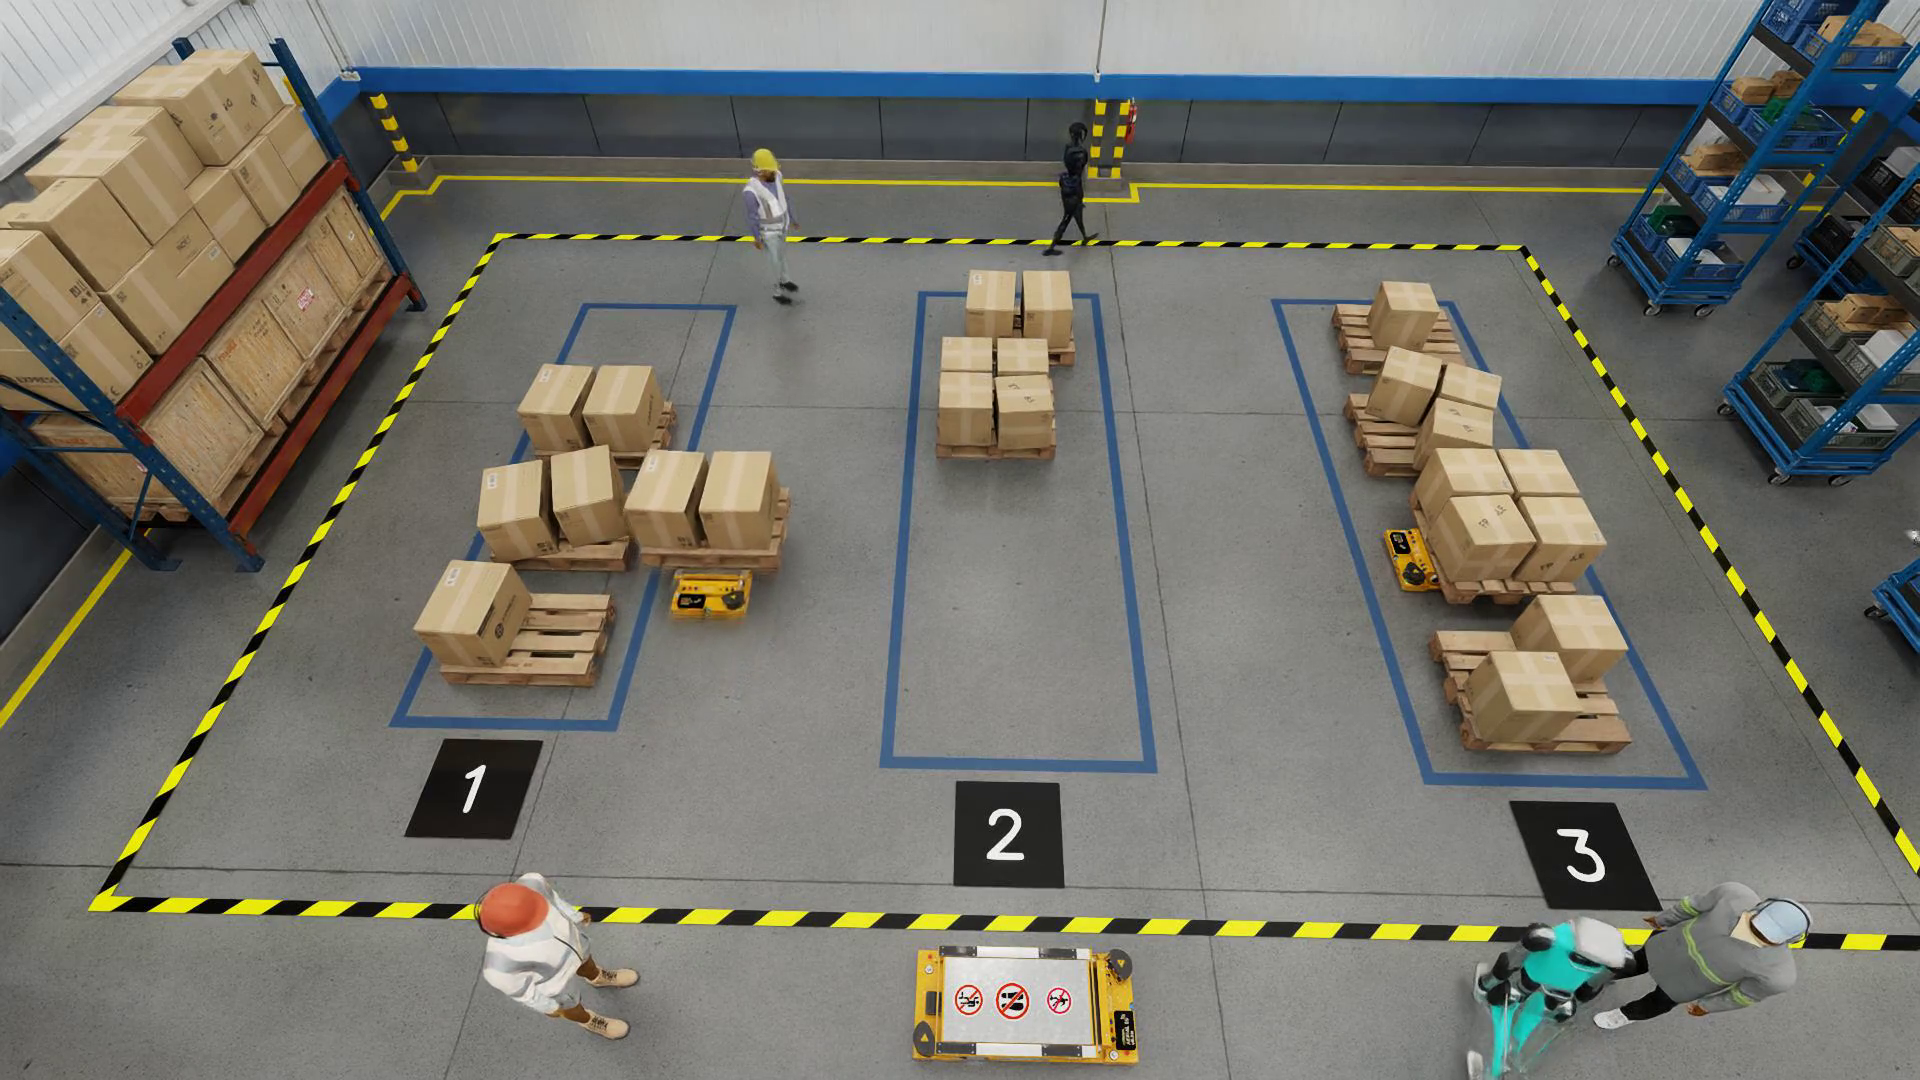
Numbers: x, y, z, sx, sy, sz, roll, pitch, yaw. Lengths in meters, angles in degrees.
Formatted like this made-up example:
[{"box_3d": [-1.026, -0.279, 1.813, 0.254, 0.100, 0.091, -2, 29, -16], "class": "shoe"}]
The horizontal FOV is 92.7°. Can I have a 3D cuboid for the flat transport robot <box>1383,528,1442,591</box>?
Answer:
[{"box_3d": [4.689, 0.155, 8.342, 1.431, 0.197, 0.652, 1, 51, 1], "class": "flat transport robot"}]

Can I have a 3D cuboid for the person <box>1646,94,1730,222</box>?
[{"box_3d": [8.839, -4.506, 11.130, 0.329, 1.865, 0.506, 0, 51, 0], "class": "person"}]

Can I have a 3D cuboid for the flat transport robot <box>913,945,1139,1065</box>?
[{"box_3d": [0.422, 3.041, 6.007, 1.431, 0.231, 0.659, 1, 51, 1], "class": "flat transport robot"}]

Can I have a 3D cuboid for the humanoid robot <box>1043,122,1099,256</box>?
[{"box_3d": [1.404, -4.192, 11.015, 0.758, 1.625, 0.584, -7, 51, -6], "class": "humanoid robot"}]

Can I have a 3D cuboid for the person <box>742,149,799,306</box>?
[{"box_3d": [-2.119, -3.547, 10.368, 0.404, 1.828, 0.600, 21, 54, 17], "class": "person"}]

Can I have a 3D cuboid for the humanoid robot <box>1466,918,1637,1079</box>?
[{"box_3d": [3.291, 2.754, 5.280, 0.535, 1.721, 1.008, 12, 52, 9], "class": "humanoid robot"}]

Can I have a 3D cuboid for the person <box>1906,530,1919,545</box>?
[{"box_3d": [8.978, -0.340, 7.736, 0.683, 1.859, 0.825, -28, 56, -21], "class": "person"}]

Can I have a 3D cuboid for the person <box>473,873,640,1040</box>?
[{"box_3d": [-2.328, 2.442, 5.356, 0.384, 2.037, 0.604, 1, 51, 1], "class": "person"}]

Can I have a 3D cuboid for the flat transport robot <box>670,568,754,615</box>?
[{"box_3d": [-2.192, 0.047, 8.429, 0.652, 0.197, 1.431, 1, 51, 1], "class": "flat transport robot"}]

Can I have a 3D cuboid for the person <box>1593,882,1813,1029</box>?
[{"box_3d": [4.320, 2.489, 5.434, 0.359, 1.852, 0.596, -1, 51, -1], "class": "person"}]
